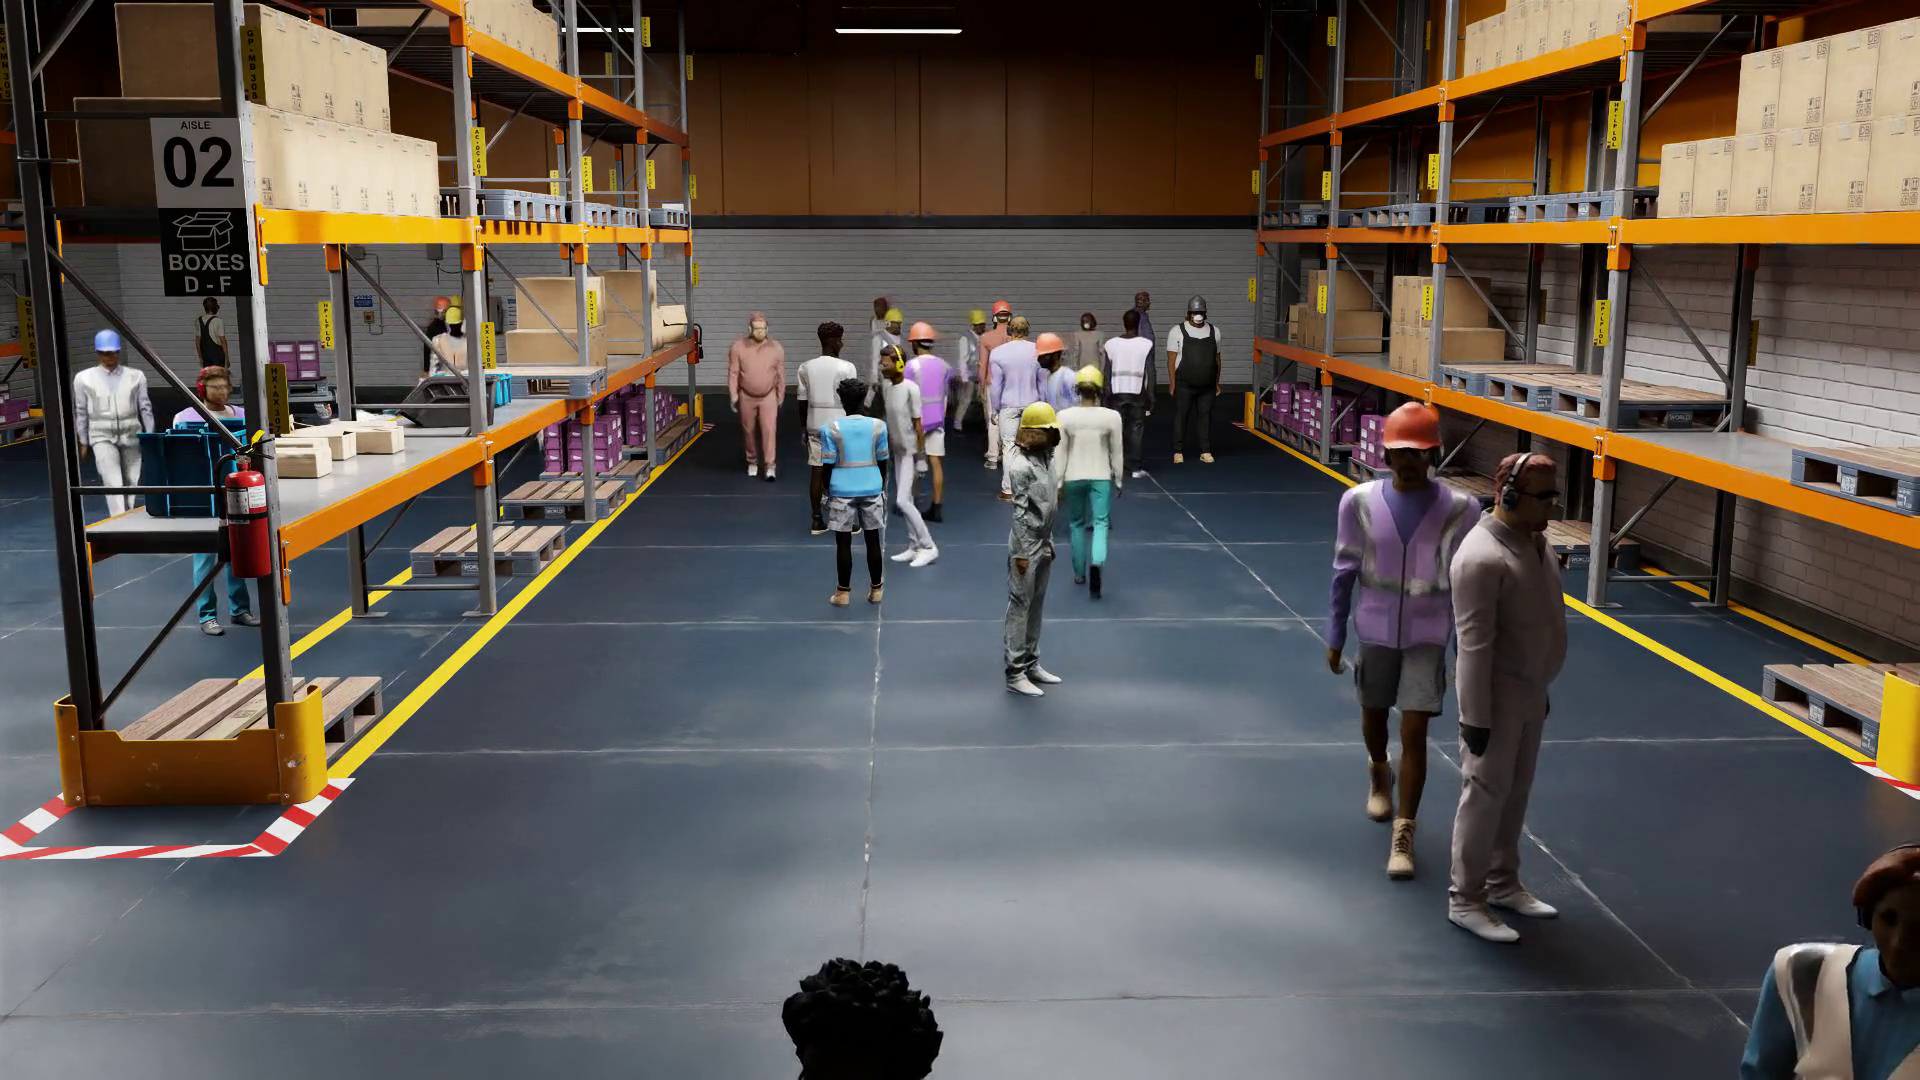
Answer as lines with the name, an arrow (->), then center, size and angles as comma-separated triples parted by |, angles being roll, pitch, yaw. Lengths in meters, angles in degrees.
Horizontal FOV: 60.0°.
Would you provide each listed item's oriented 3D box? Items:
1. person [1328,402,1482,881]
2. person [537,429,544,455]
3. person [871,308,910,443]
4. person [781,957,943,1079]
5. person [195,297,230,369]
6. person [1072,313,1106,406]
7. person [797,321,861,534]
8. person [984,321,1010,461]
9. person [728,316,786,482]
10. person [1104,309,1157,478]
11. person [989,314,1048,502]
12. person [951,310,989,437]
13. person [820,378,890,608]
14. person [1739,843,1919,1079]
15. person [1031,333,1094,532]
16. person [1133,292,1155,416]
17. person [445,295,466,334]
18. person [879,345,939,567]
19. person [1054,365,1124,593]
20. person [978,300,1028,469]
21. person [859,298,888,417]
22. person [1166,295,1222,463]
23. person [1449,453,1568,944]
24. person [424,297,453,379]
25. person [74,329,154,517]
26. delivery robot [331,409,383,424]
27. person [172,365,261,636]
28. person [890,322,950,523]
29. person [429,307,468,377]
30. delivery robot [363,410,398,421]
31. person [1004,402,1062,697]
person -> 1.946, 0.383, 7.311 | 0.622, 2.012, 0.963 | 4, 11, 20
person -> -5.296, -1.890, 21.077 | 0.510, 1.611, 0.719 | 0, 10, 1
person -> -0.867, -2.158, 22.039 | 0.616, 1.818, 0.611 | 9, 14, 41
person -> -0.140, 1.413, 2.430 | 0.532, 1.697, 0.320 | 2, 10, 13
person -> -11.388, -2.781, 25.384 | 0.514, 1.844, 0.328 | 2, 10, 14
person -> 1.957, -2.638, 25.267 | 0.510, 1.600, 0.647 | 3, 11, 14
person -> -1.187, -1.013, 15.212 | 0.601, 1.960, 0.373 | 4, 11, 22
person -> 0.529, -1.894, 20.473 | 0.429, 1.839, 0.622 | -4, 11, -20
person -> -2.285, -1.594, 18.764 | 0.644, 1.853, 1.012 | -1, 10, -7
person -> 1.932, -1.658, 18.929 | 0.602, 1.919, 0.390 | 4, 11, 22
person -> 0.600, -1.352, 17.162 | 0.631, 1.940, 0.372 | -2, 10, -13
person -> 0.208, -2.248, 22.616 | 0.613, 1.774, 0.940 | -8, 13, -37
person -> -0.776, -0.343, 12.230 | 0.533, 1.693, 0.319 | -4, 11, -22
person -> 1.772, 1.323, 3.192 | 0.830, 1.604, 0.510 | -8, 13, -37
person -> 0.964, -0.959, 15.229 | 0.961, 1.864, 0.563 | -3, 11, -16
person -> 2.813, -2.883, 25.779 | 0.406, 1.910, 0.639 | 1, 10, 8
person -> -7.165, -2.533, 23.769 | 0.584, 1.929, 0.372 | -2, 10, -13
person -> -0.443, -0.698, 13.821 | 0.445, 1.842, 0.546 | -6, 12, -31
person -> 0.984, -0.463, 12.774 | 0.532, 1.745, 0.742 | 1, 10, 6
person -> 0.507, -1.829, 19.677 | 0.609, 1.990, 0.384 | -2, 10, -10
person -> -1.198, -2.796, 25.528 | 0.591, 1.813, 1.067 | 6, 12, 31
person -> 2.867, -1.943, 20.173 | 0.689, 2.000, 0.539 | -2, 10, -10
person -> 2.122, 0.600, 6.427 | 0.401, 1.895, 0.653 | 8, 13, 38
person -> -7.185, -2.362, 22.818 | 1.044, 1.936, 0.625 | -2, 10, -10
person -> -7.562, -0.931, 14.894 | 0.615, 1.920, 0.905 | -8, 13, -37
delivery robot -> -7.764, -1.489, 21.518 | 0.477, 0.478, 0.707 | 6, 12, 30
person -> -5.105, -0.284, 11.466 | 0.390, 1.847, 0.564 | 7, 12, 32
person -> -0.396, -1.145, 16.099 | 0.560, 1.899, 0.862 | -7, 12, -33
person -> -6.081, -1.844, 20.033 | 0.599, 1.887, 0.862 | -1, 10, -4
delivery robot -> -7.248, -1.408, 21.069 | 0.707, 0.478, 0.477 | -6, 12, -29
person -> 0.457, 0.044, 9.931 | 0.312, 1.744, 0.487 | 5, 11, 26
